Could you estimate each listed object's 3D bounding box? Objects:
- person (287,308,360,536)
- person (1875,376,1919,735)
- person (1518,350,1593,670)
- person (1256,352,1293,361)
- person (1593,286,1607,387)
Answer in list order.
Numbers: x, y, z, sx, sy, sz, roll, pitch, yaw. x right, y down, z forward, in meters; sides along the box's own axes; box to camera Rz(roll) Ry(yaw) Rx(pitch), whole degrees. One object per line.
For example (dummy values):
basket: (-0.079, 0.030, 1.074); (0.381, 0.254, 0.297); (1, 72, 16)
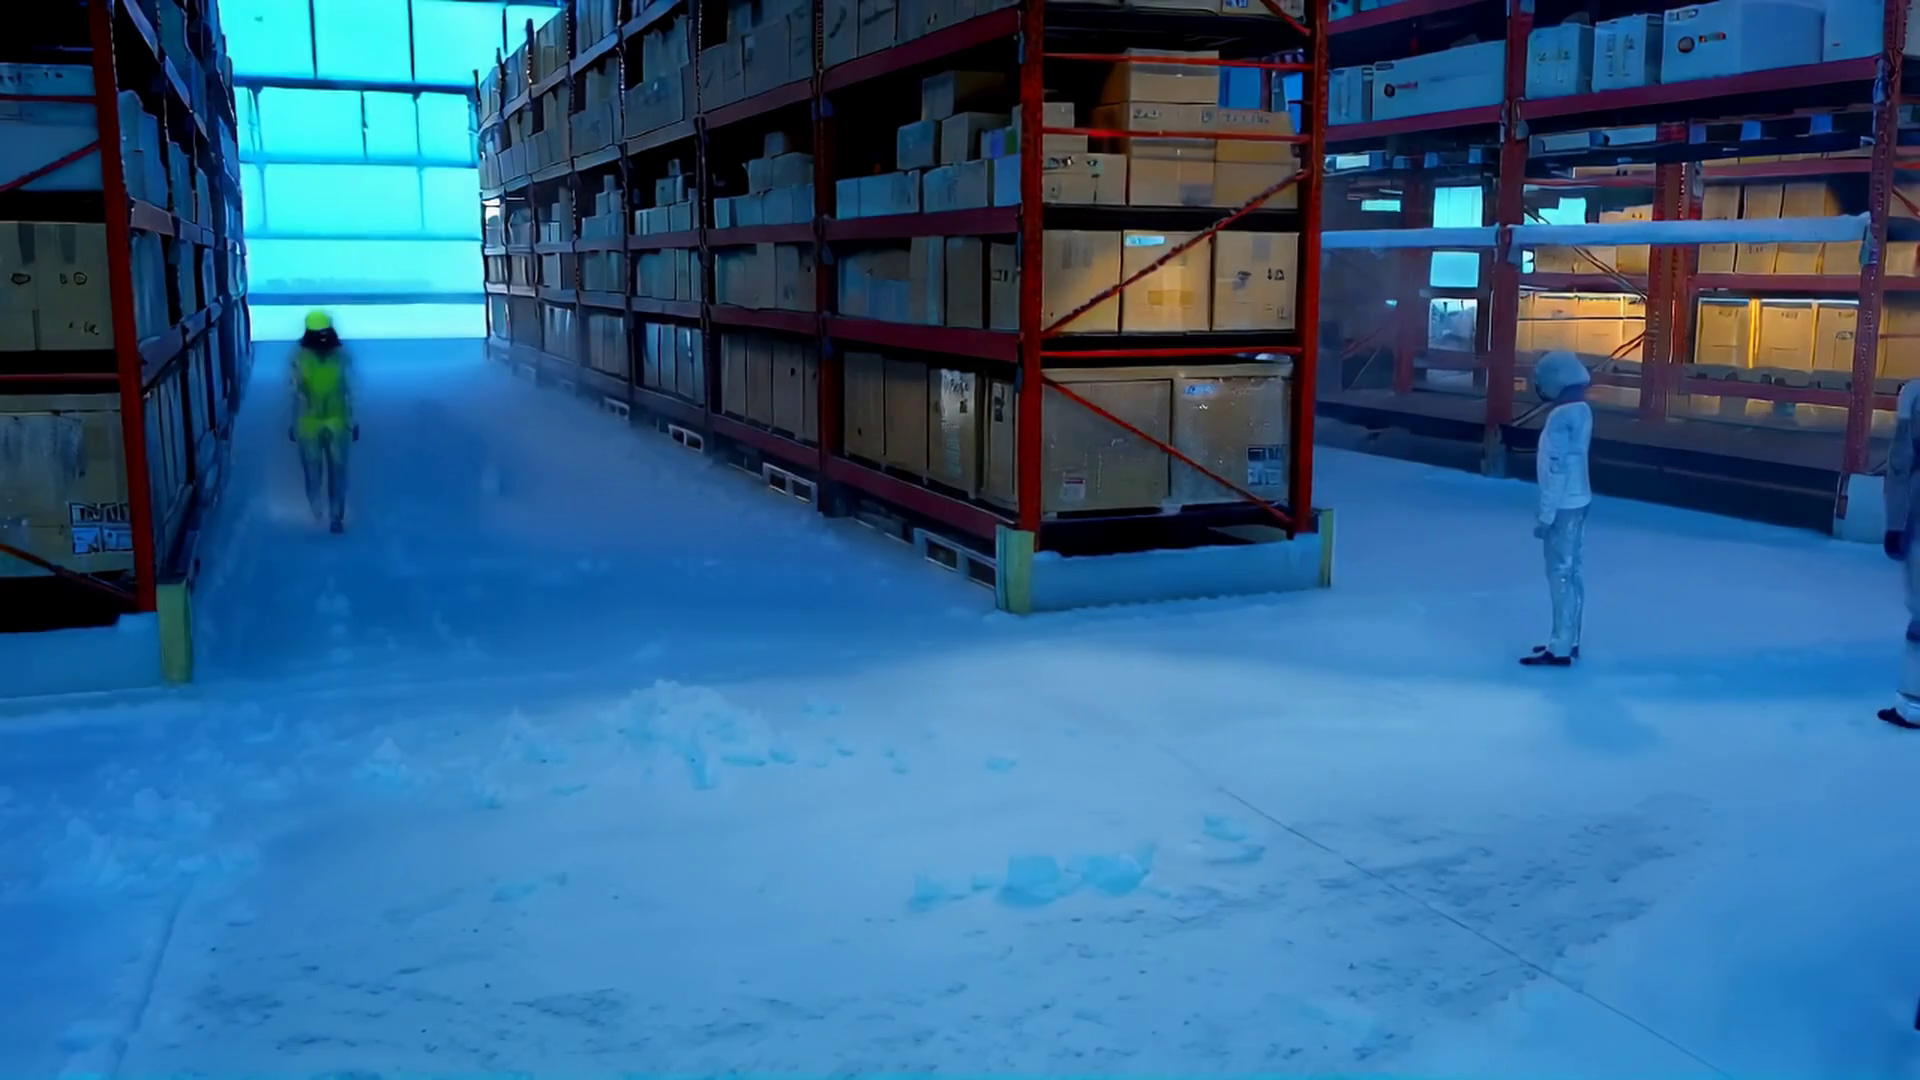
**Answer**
person: (-4.816, -0.887, 12.614); (0.510, 1.720, 0.543); (-4, 10, -21)
person: (4.396, -0.085, 7.320); (0.641, 1.899, 0.397); (1, 10, 6)
person: (3.061, -0.153, 8.505); (0.285, 1.633, 0.498); (7, 12, 35)
person: (3.371, -1.705, 17.241); (0.623, 1.817, 0.434); (-4, 10, -24)
person: (10.393, -3.360, 27.432); (0.539, 1.727, 0.872); (-4, 10, -20)
